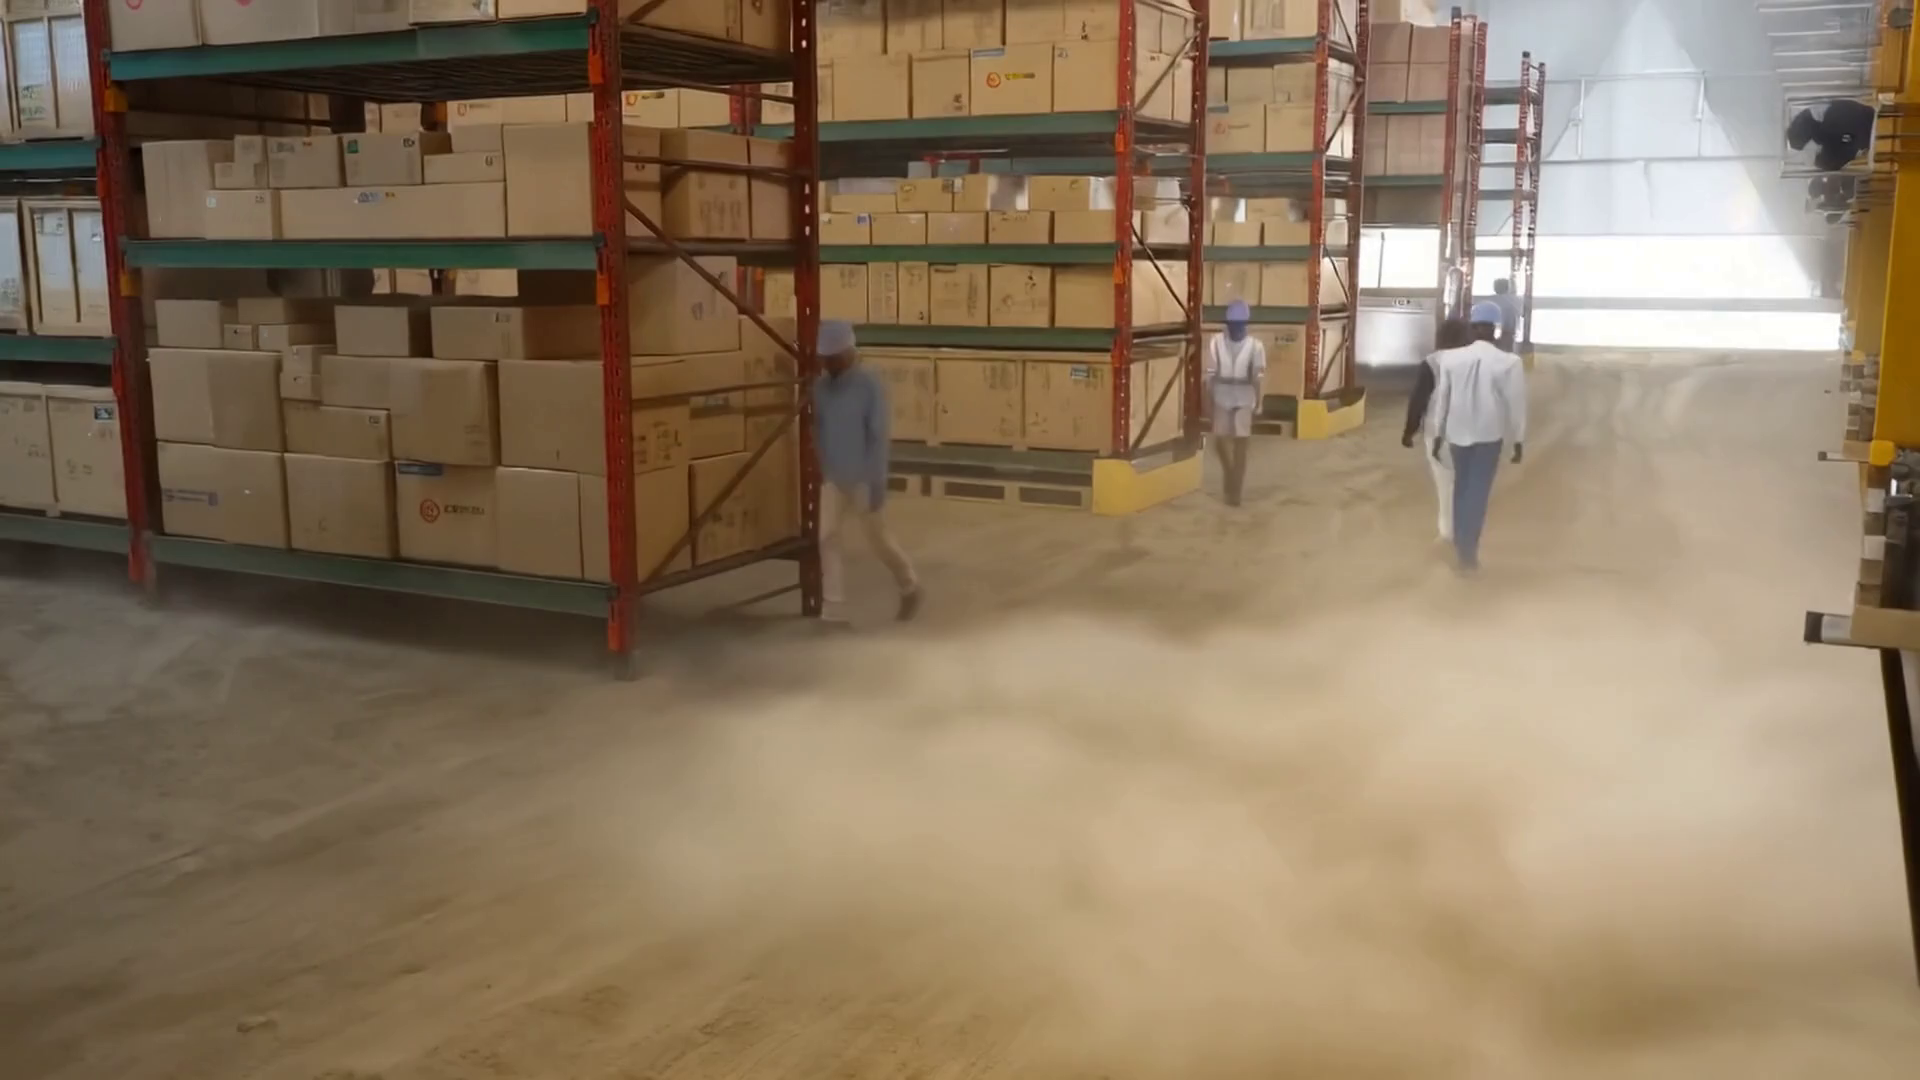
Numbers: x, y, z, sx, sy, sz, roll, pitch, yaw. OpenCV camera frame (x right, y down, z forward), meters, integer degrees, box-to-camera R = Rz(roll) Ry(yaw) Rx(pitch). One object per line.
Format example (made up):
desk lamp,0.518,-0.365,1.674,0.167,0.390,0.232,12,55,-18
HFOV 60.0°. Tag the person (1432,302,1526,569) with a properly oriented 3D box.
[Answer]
person,3.920,-0.790,12.457,0.653,1.959,0.857,6,11,30

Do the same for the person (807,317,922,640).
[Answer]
person,-0.594,-0.396,10.226,0.631,1.954,0.871,7,12,33

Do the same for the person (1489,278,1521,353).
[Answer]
person,9.285,-3.485,28.228,0.653,1.915,0.616,-3,10,-16

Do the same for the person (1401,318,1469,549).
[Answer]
person,3.875,-0.865,13.322,0.648,1.811,0.761,-3,10,-15

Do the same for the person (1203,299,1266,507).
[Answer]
person,2.570,-1.289,15.496,0.552,1.918,0.648,3,10,19
